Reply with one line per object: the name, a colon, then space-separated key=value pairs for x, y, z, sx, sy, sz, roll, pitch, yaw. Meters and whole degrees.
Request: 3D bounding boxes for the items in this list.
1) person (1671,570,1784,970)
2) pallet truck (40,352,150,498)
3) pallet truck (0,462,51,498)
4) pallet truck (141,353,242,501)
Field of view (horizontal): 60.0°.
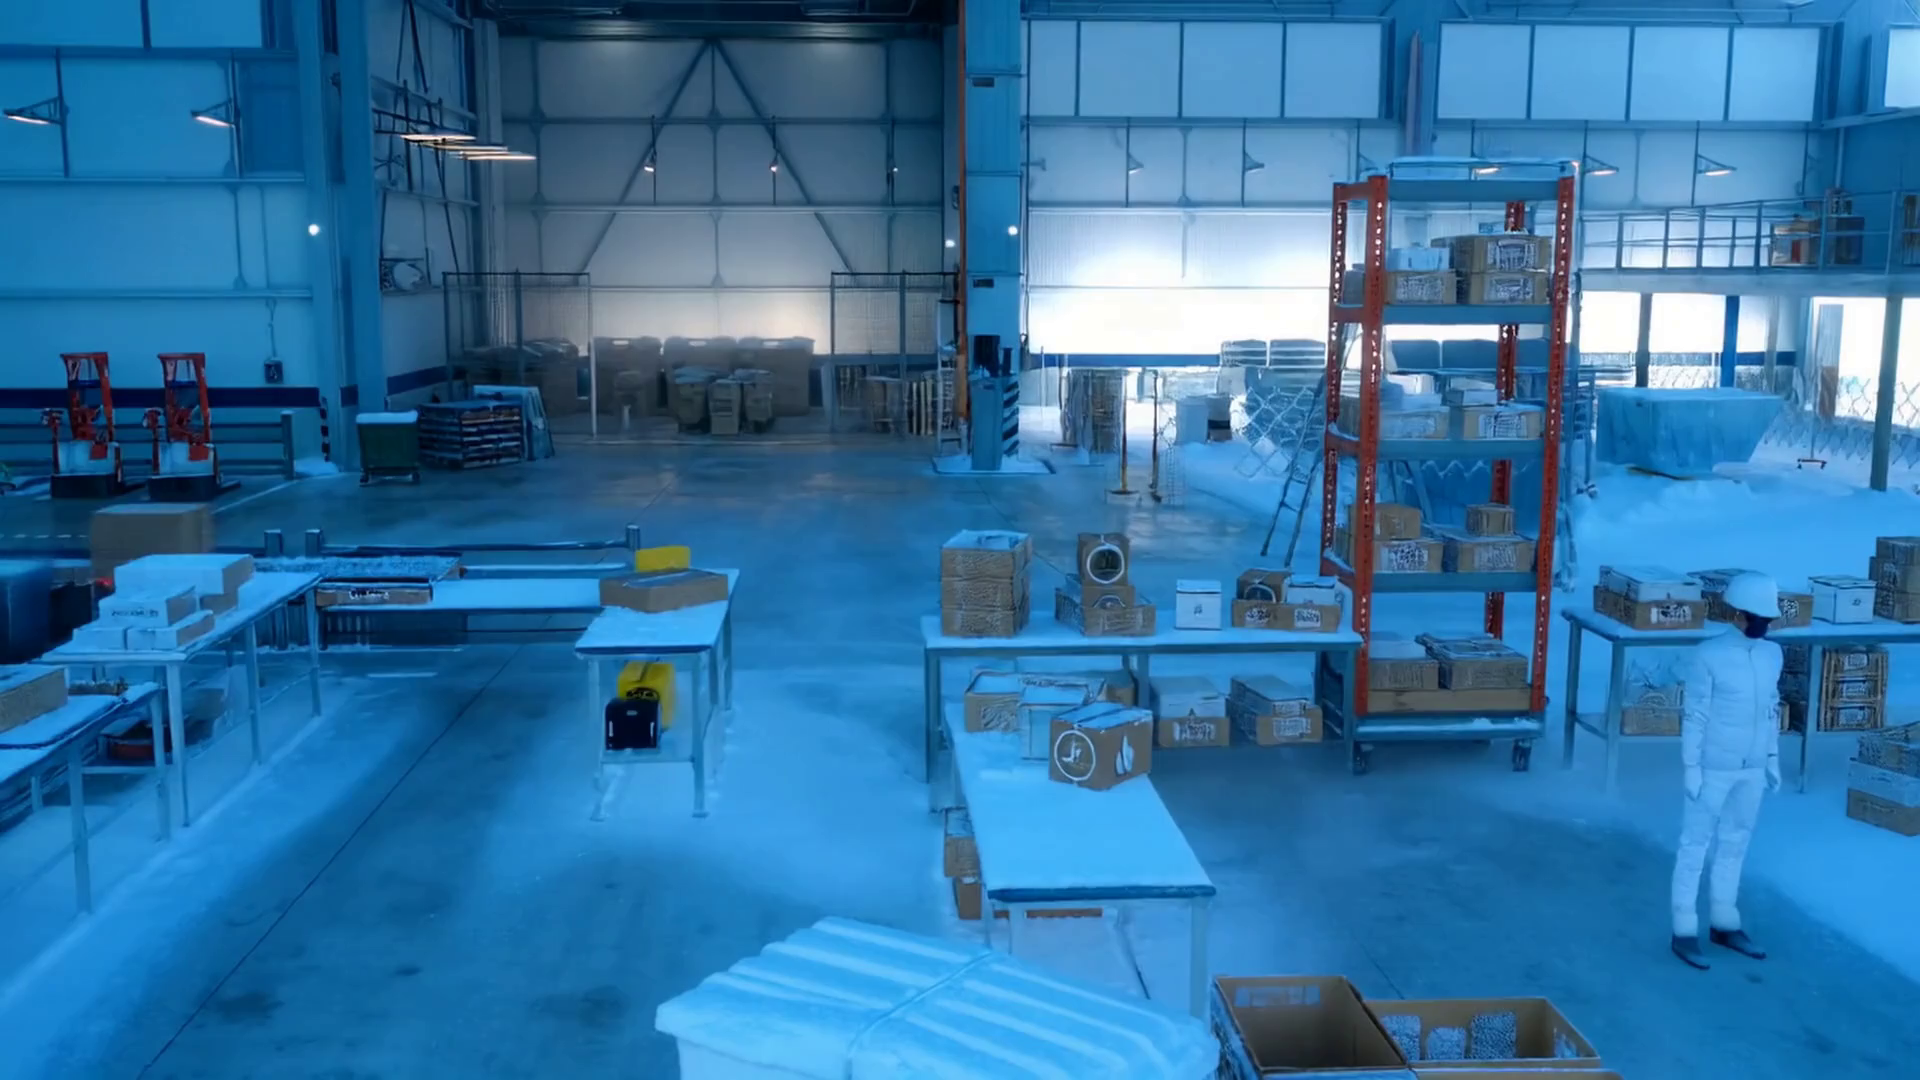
person: x=3.401 y=0.998 z=7.320 sx=0.523 sy=1.765 sz=0.322 roll=-3 pitch=10 yaw=-20
pallet truck: x=-11.907 y=-1.642 z=23.165 sx=0.823 sy=1.965 sz=1.885 roll=0 pitch=9 yaw=0
pallet truck: x=-13.193 y=-1.293 z=23.148 sx=0.653 sy=1.274 sz=1.630 roll=-1 pitch=9 yaw=-4
pallet truck: x=-10.520 y=-1.604 z=22.925 sx=0.823 sy=1.965 sz=1.885 roll=-1 pitch=9 yaw=-6
